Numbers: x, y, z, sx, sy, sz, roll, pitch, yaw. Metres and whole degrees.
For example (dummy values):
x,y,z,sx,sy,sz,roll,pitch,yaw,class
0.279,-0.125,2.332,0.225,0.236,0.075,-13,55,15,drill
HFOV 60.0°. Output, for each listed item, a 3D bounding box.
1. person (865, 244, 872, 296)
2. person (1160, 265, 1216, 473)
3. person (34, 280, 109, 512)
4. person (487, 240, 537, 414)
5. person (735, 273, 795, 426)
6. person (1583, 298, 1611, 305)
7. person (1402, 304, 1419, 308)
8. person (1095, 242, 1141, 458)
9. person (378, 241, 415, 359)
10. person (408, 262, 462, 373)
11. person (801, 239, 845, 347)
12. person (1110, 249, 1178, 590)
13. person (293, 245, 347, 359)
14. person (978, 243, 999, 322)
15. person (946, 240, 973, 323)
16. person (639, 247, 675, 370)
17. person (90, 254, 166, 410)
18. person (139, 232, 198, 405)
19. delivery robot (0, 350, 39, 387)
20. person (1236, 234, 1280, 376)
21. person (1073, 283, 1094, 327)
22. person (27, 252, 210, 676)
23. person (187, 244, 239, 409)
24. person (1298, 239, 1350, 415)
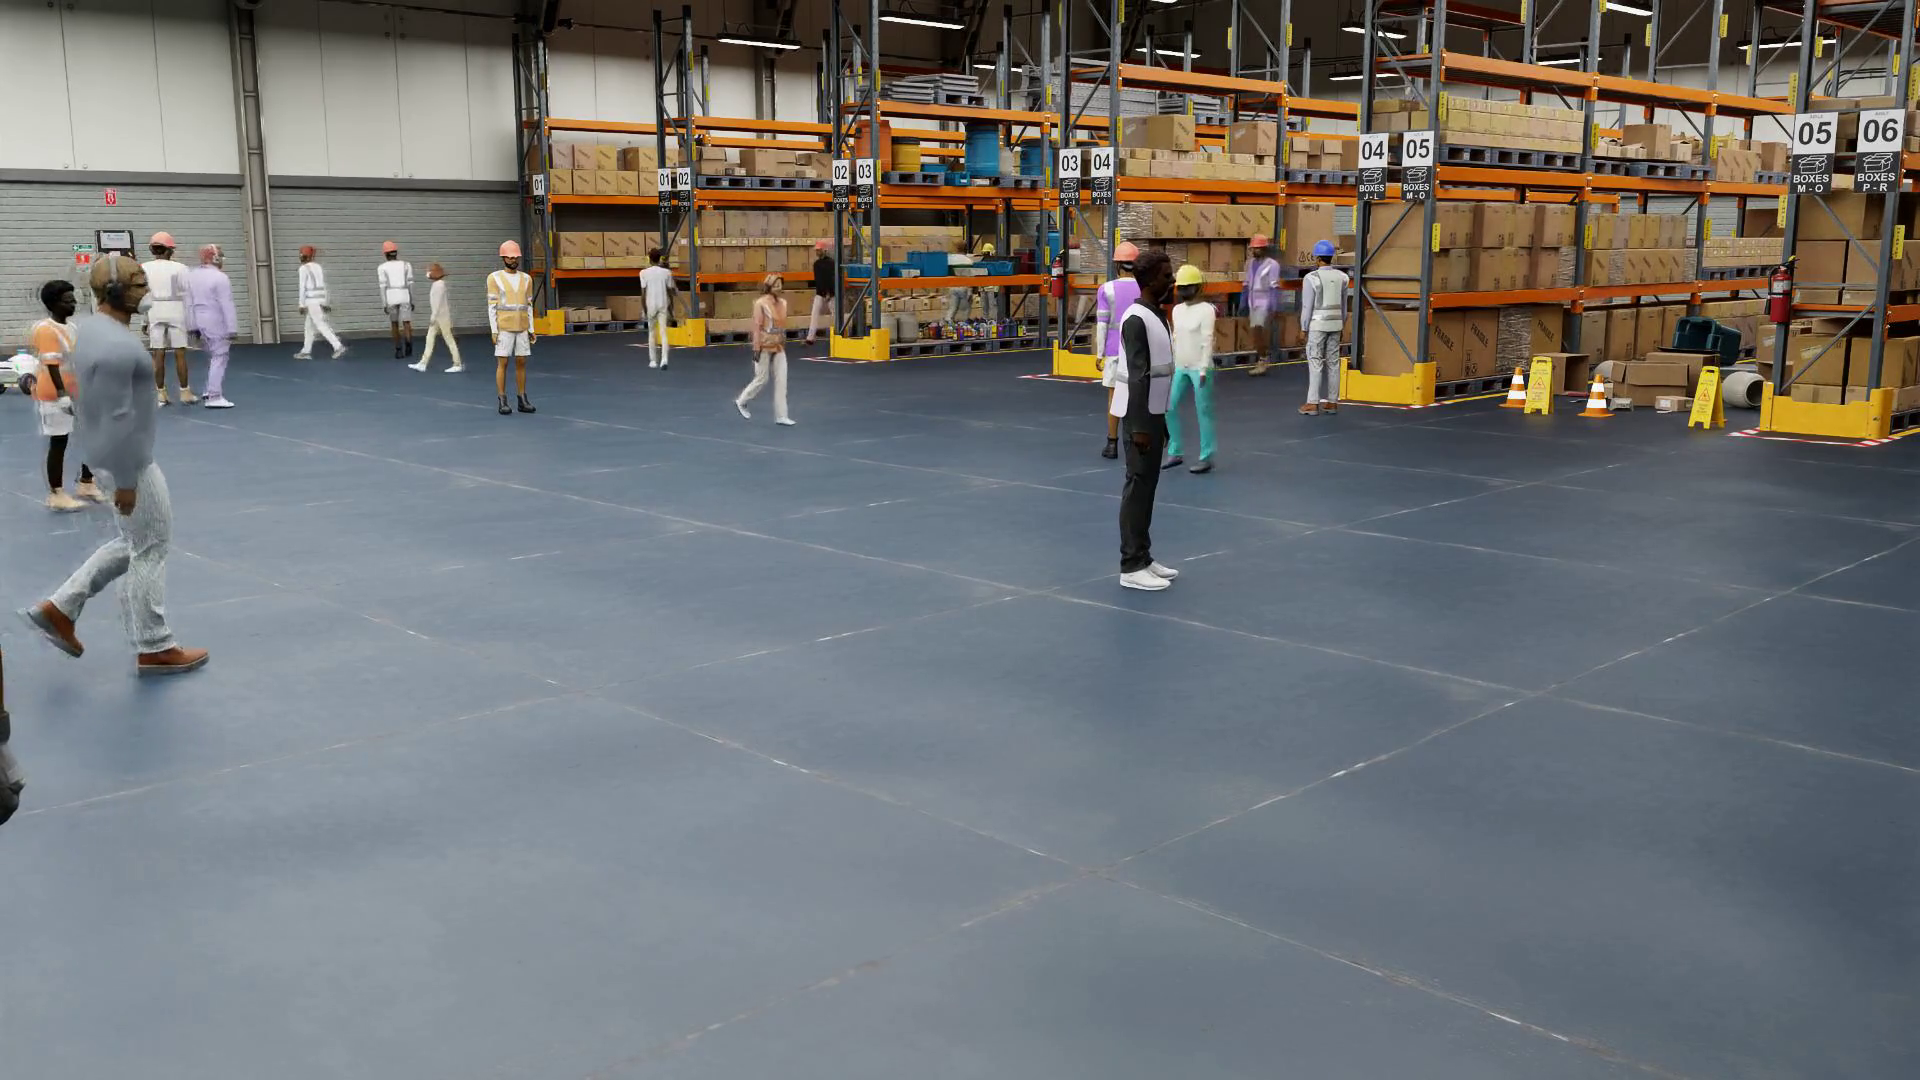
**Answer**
x,y,z,sx,sy,sz,roll,pitch,yaw,class
-1.933,-5.444,35.772,0.587,1.792,0.954,9,14,42,person
1.929,-1.434,14.044,0.584,1.743,0.538,-8,13,-37,person
-6.461,-1.043,12.103,0.508,1.681,0.540,0,10,2,person
-5.058,-2.408,18.838,0.543,1.939,0.360,-9,14,-40,person
-2.091,-2.034,17.697,0.662,1.612,0.530,7,13,34,person
10.870,-4.114,28.497,0.546,1.815,0.633,-7,12,-32,person
7.019,-3.667,26.092,0.827,1.798,0.637,6,12,31,person
1.498,-1.720,15.090,0.553,1.934,0.366,-1,10,-5,person
-9.154,-3.906,27.079,0.556,1.915,0.645,-5,12,-27,person
-7.696,-3.241,24.311,0.806,1.597,0.513,-6,12,-28,person
-2.426,-4.480,30.182,0.605,1.936,1.075,8,13,37,person
1.068,-0.697,9.557,0.391,1.922,0.593,3,11,16,person
-10.450,-3.861,27.047,0.950,1.847,0.589,2,11,8,person
0.574,-5.142,34.037,0.403,1.833,0.590,-10,14,-42,person
-0.020,-4.748,31.681,0.635,1.913,0.814,7,12,32,person
-4.556,-3.496,25.104,0.529,1.837,0.971,-3,11,-18,person
-9.620,-2.326,18.794,0.995,1.797,0.521,-2,11,-10,person
-9.416,-2.630,19.771,0.615,2.038,0.395,-1,10,-7,person
-12.024,-2.203,21.357,0.477,0.478,0.707,1,10,6,delivery robot
4.248,-3.350,23.768,0.542,2.021,0.615,-6,12,-31,person
2.807,-5.653,36.500,0.918,1.940,0.623,-10,14,-43,person
-3.853,-0.326,7.515,0.623,1.926,0.631,-7,12,-33,person
-8.648,-2.490,19.397,0.674,1.893,0.519,7,12,32,person
4.082,-2.389,18.700,0.605,1.951,0.381,-5,12,-25,person
